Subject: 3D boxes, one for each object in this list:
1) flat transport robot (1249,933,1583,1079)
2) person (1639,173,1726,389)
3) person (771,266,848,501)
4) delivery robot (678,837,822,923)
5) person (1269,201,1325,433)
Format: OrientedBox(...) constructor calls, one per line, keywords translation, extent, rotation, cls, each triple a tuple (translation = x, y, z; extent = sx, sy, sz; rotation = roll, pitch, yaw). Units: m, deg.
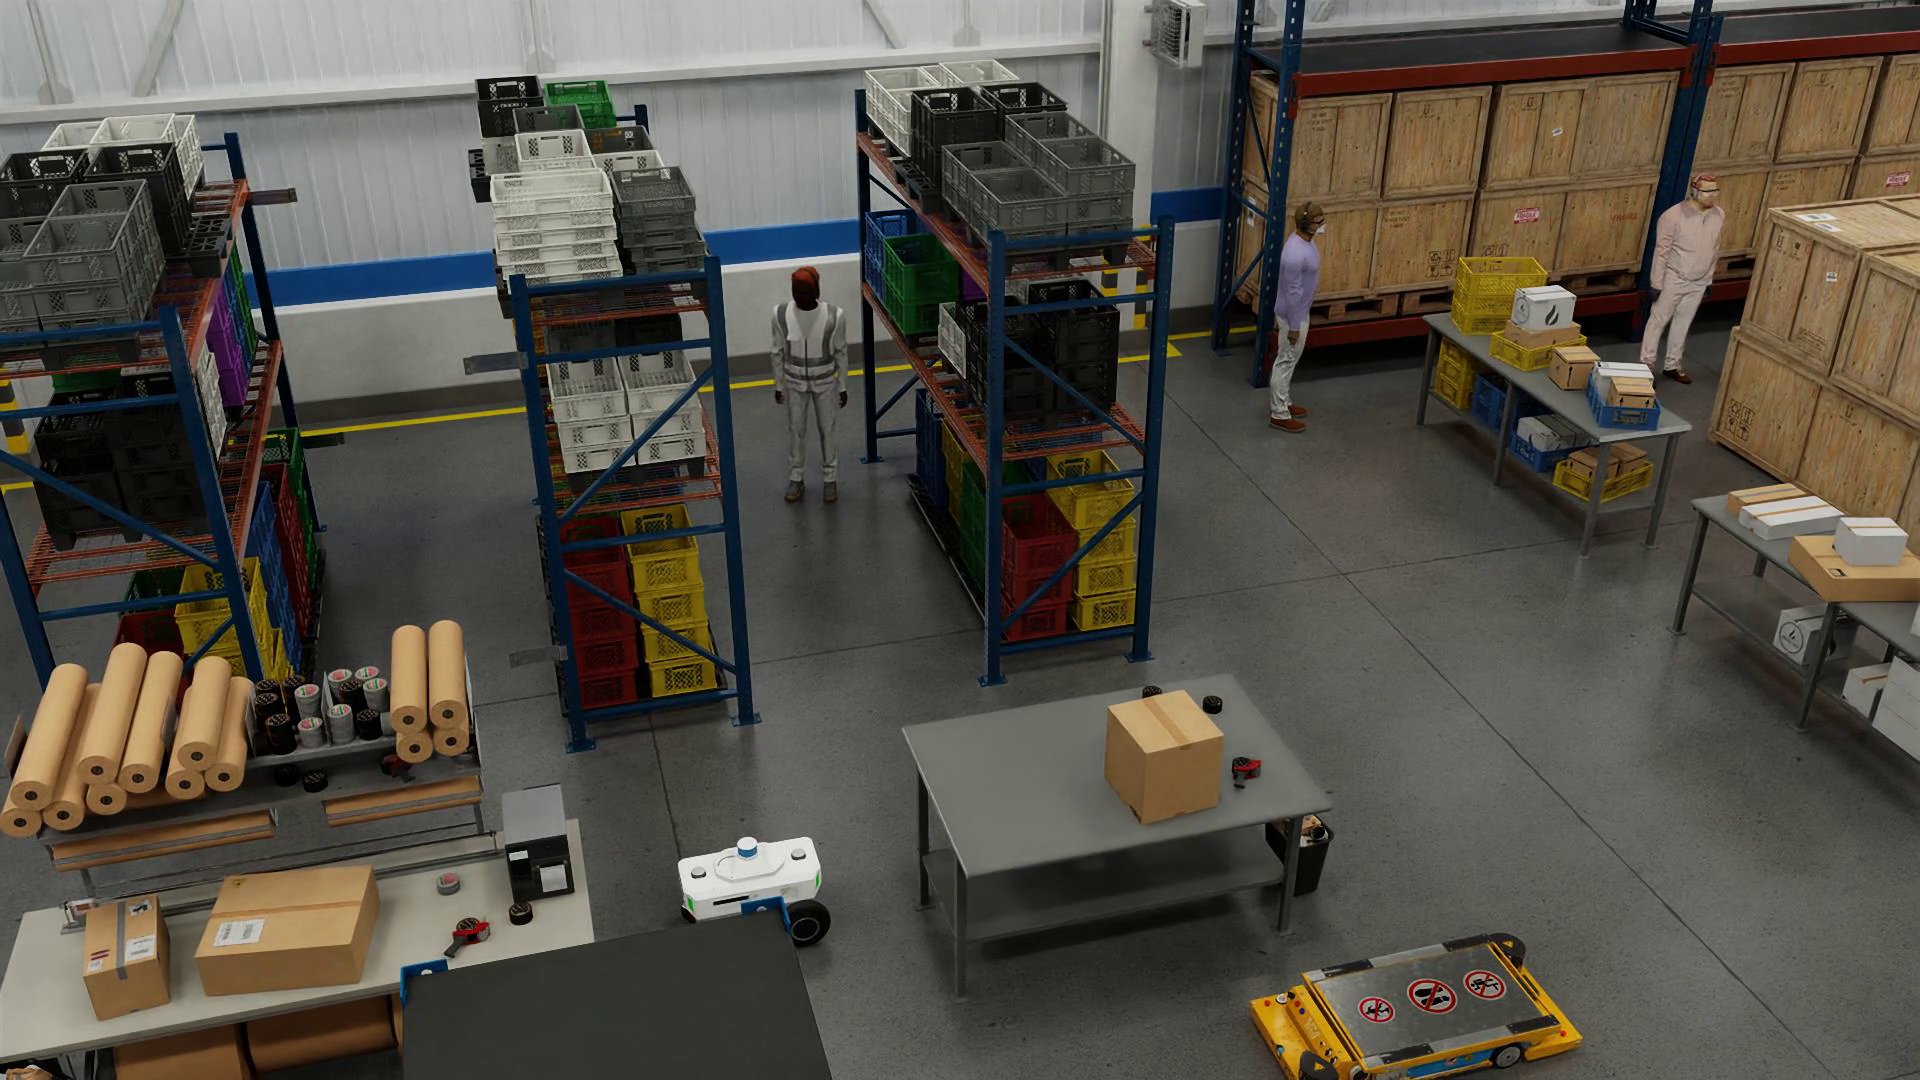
OrientedBox(translation=(2.184, 2.282, 7.980), extent=(1.431, 0.197, 0.652), rotation=(-8, 30, -14), cls="flat transport robot")
OrientedBox(translation=(6.345, -2.272, 14.578), extent=(0.642, 1.913, 0.409), rotation=(-8, 30, -14), cls="person")
OrientedBox(translation=(-1.132, -1.181, 12.621), extent=(0.576, 1.881, 0.354), rotation=(2, 29, 4), cls="person")
OrientedBox(translation=(-1.084, 1.750, 8.563), extent=(0.707, 0.478, 0.477), rotation=(-8, 30, -14), cls="delivery robot")
OrientedBox(translation=(2.792, -1.863, 13.804), extent=(0.373, 1.940, 0.628), rotation=(8, 30, 13), cls="person")
